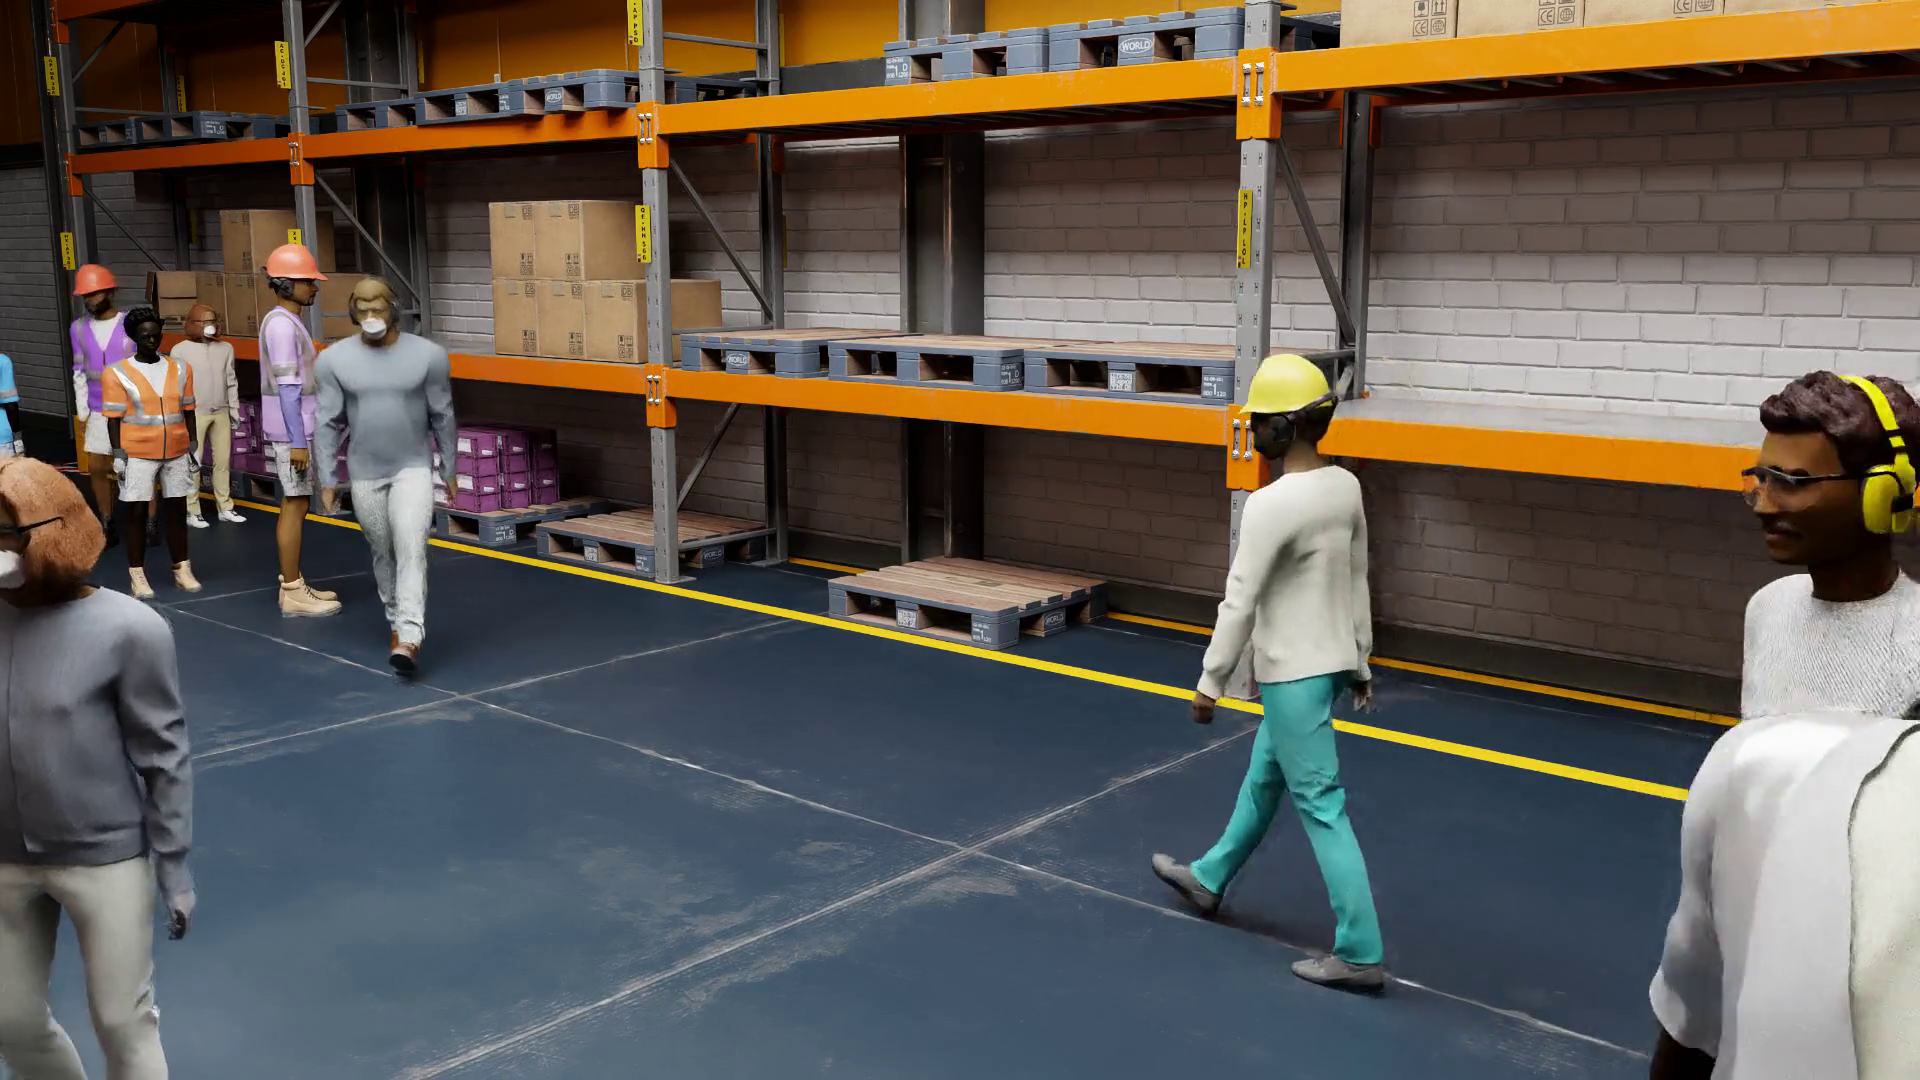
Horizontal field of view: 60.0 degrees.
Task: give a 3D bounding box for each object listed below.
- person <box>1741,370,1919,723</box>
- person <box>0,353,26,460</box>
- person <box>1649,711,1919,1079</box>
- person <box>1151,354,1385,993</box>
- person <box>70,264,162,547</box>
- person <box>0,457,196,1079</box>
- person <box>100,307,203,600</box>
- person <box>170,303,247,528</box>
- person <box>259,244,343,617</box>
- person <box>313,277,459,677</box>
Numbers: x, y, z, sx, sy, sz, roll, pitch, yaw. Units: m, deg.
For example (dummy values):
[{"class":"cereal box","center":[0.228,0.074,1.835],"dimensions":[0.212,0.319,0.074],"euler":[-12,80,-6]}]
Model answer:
[{"class":"person","center":[1.294,0.674,2.485],"dimensions":[0.442,1.852,0.545],"euler":[-1,10,-7]},{"class":"person","center":[-5.999,-0.607,10.217],"dimensions":[0.536,1.697,0.318],"euler":[1,10,5]},{"class":"person","center":[0.812,0.814,1.510],"dimensions":[0.370,1.930,0.760],"euler":[-5,11,-25]},{"class":"person","center":[0.859,0.351,4.663],"dimensions":[0.894,1.721,0.541],"euler":[8,13,40]},{"class":"person","center":[-5.667,-0.880,11.174],"dimensions":[0.538,1.913,0.494],"euler":[0,10,-2]},{"class":"person","center":[-1.773,0.642,3.333],"dimensions":[0.538,1.634,0.427],"euler":[0,10,3]},{"class":"person","center":[-4.673,-0.501,9.647],"dimensions":[0.322,1.690,0.537],"euler":[8,13,40]},{"class":"person","center":[-5.483,-0.905,12.120],"dimensions":[0.285,1.625,0.494],"euler":[6,12,32]},{"class":"person","center":[-3.641,-0.600,9.190],"dimensions":[0.391,2.040,0.614],"euler":[-4,11,-22]},{"class":"person","center":[-2.748,-0.301,7.956],"dimensions":[0.642,1.876,1.026],"euler":[-2,10,-10]}]
